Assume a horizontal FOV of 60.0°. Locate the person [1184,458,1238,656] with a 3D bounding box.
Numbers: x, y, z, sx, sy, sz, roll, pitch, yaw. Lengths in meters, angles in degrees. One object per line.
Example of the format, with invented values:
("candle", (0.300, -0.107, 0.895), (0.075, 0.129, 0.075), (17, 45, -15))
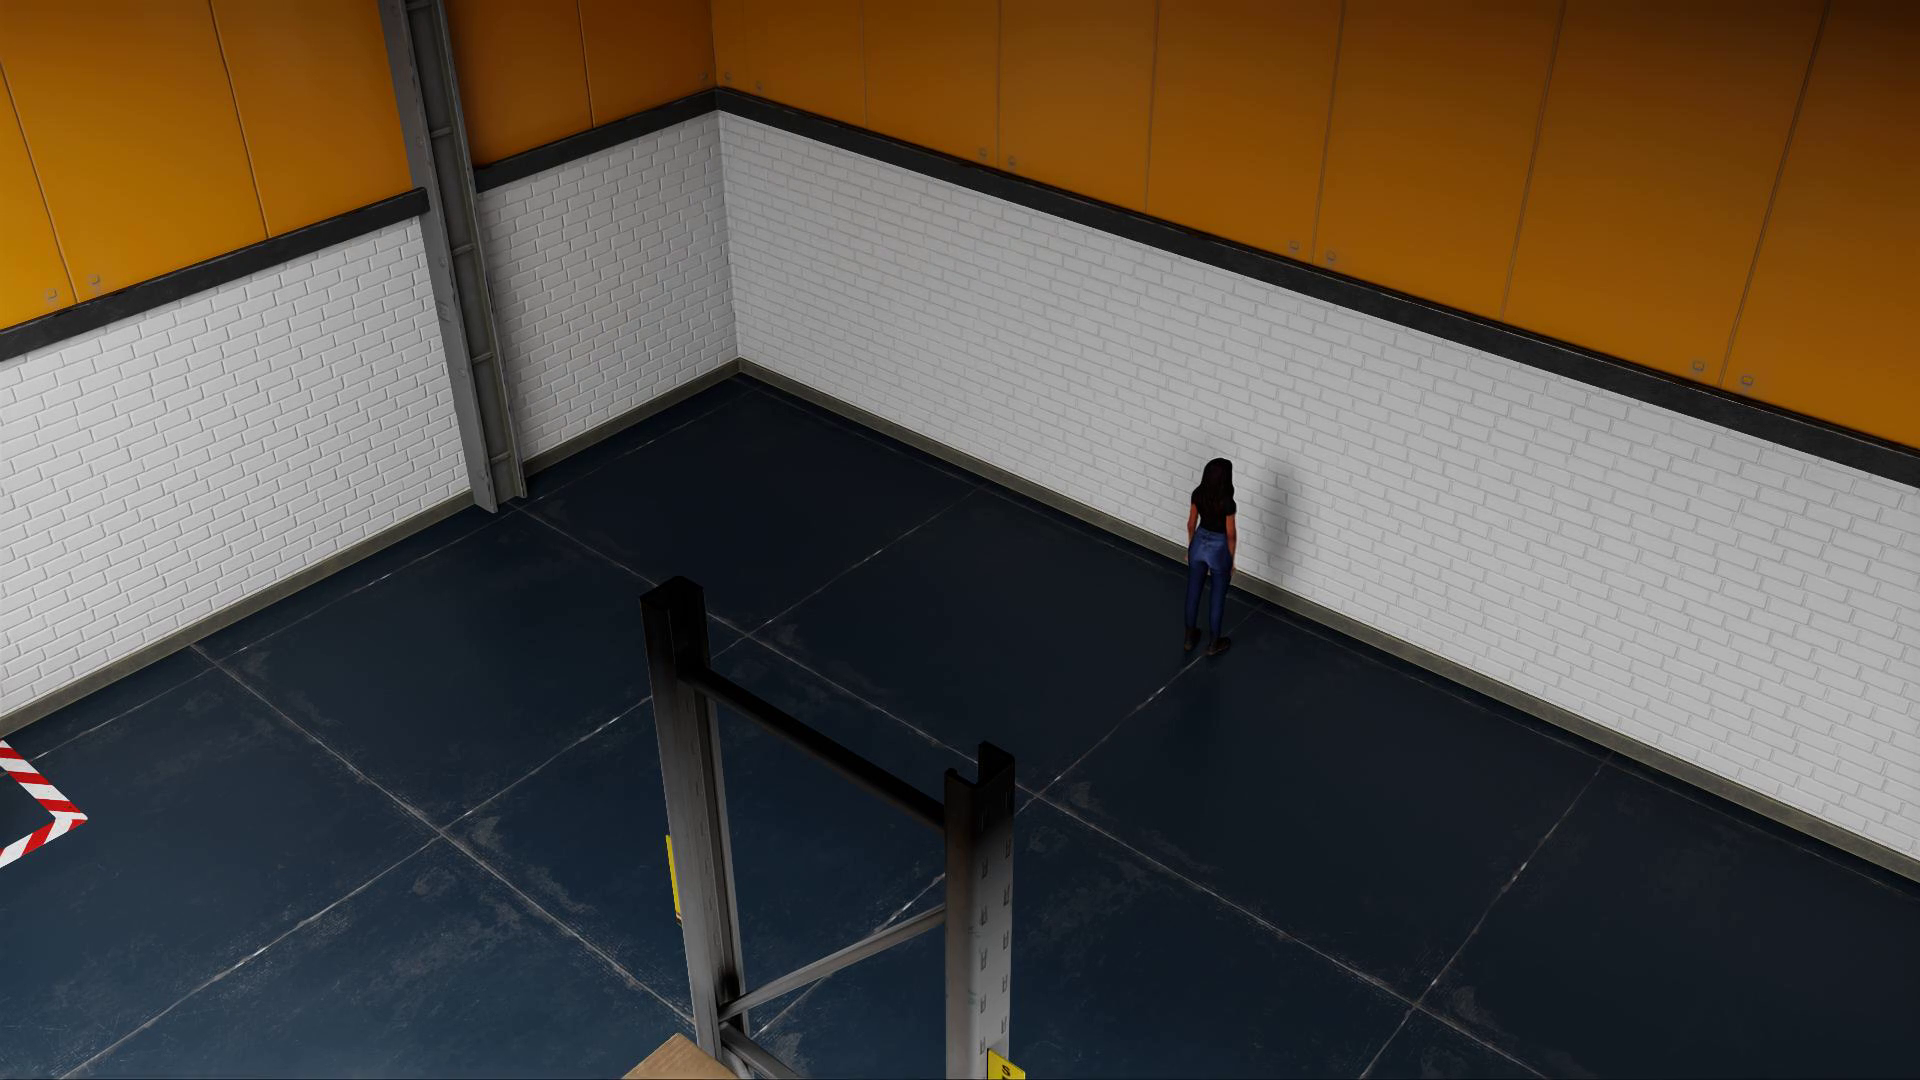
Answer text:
("person", (1.956, 0.131, 13.025), (0.585, 1.739, 0.555), (21, 39, 28))
